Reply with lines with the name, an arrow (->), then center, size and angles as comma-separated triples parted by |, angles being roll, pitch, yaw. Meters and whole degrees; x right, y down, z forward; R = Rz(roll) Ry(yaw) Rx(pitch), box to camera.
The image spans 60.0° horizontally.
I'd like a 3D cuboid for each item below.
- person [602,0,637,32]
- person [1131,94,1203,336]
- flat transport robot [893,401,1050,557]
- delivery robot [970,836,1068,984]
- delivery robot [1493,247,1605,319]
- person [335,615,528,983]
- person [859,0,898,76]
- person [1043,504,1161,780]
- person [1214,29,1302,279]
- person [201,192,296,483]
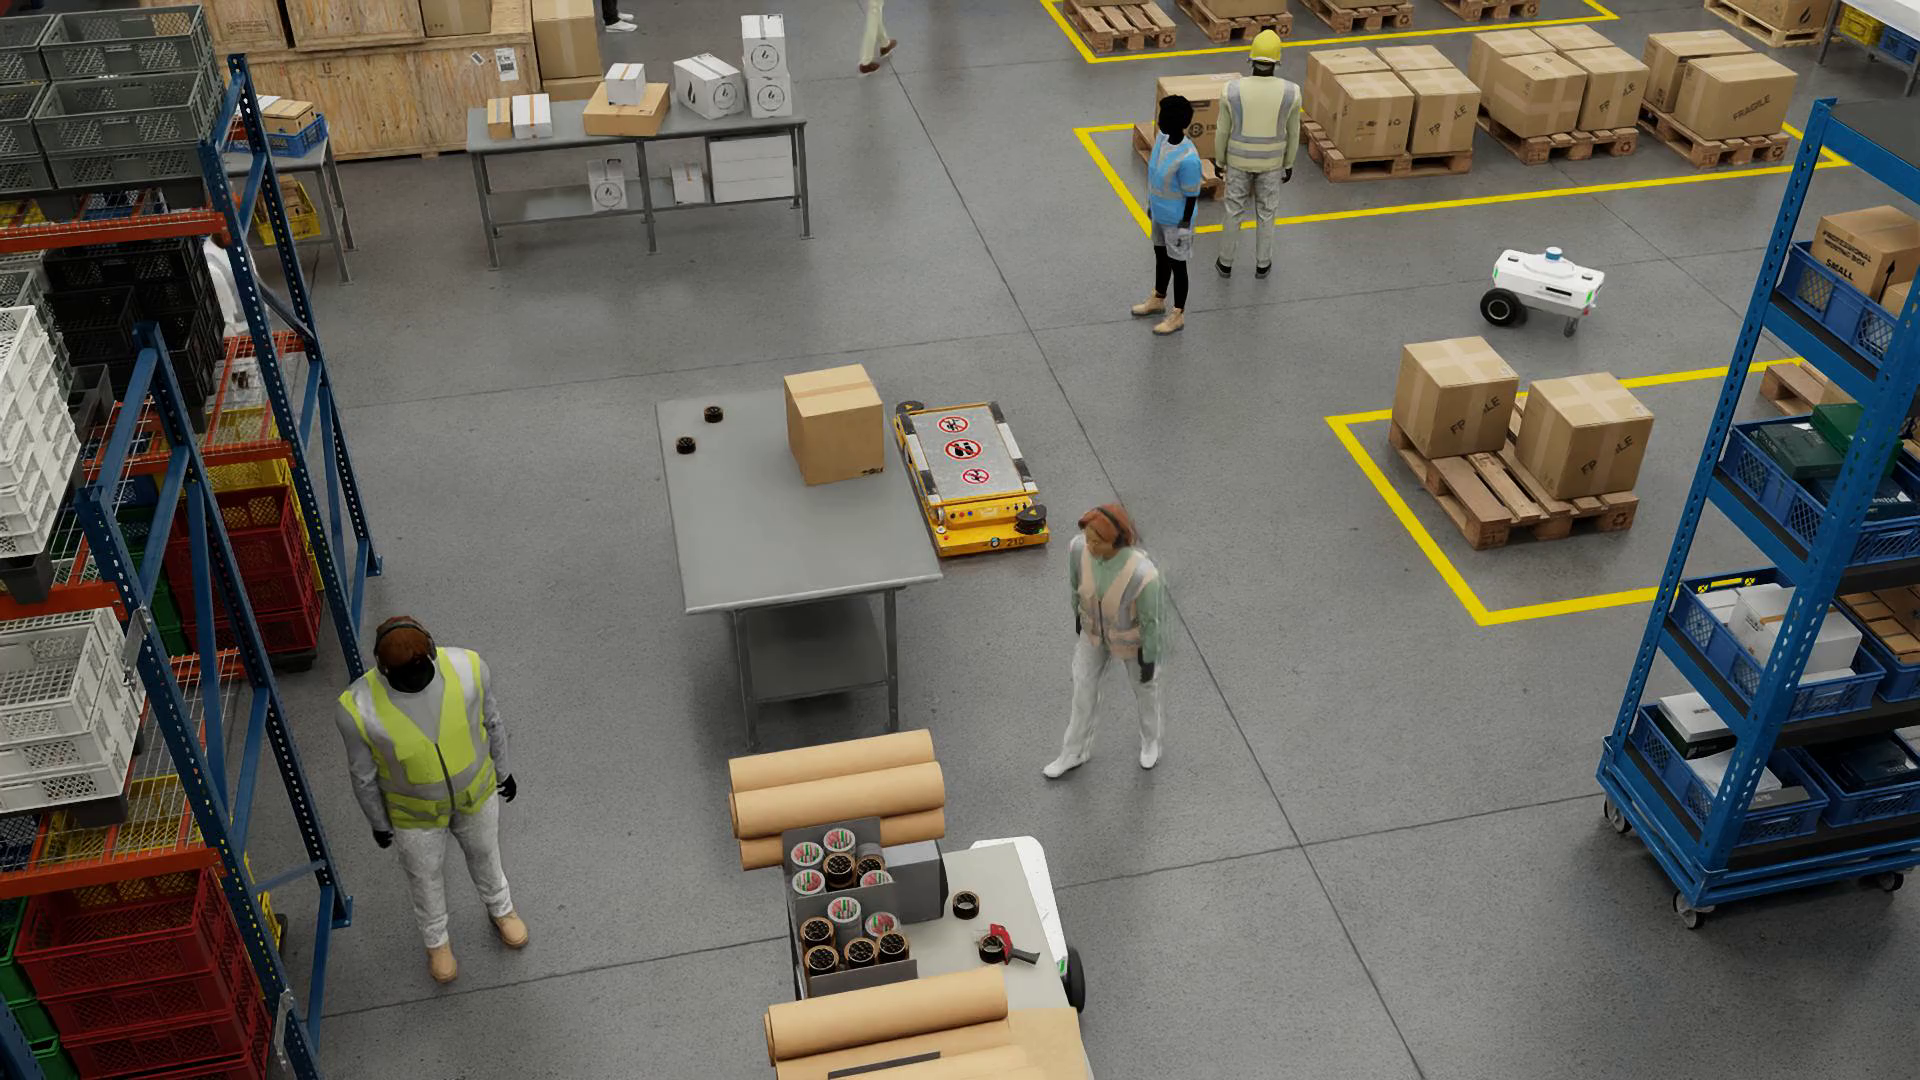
person -> -3.427, -5.914, 16.120 | 0.391, 1.910, 0.592 | -10, 38, -13
person -> 1.432, -2.217, 11.322 | 0.322, 1.698, 0.533 | -13, 39, -17
flat transport robot -> 0.046, -0.430, 10.108 | 0.652, 0.197, 1.431 | -8, 37, -10
delivery robot -> 0.235, 1.591, 7.081 | 0.477, 0.478, 0.707 | -5, 37, -6
delivery robot -> 4.118, -1.813, 11.656 | 0.707, 0.478, 0.477 | 20, 41, 25
person -> -2.123, 1.047, 6.817 | 0.629, 1.842, 0.429 | -21, 42, -26
person -> -0.737, -5.284, 15.342 | 0.523, 1.815, 0.896 | 18, 40, 23
person -> 0.728, 0.462, 7.808 | 0.521, 1.598, 0.604 | 25, 43, 29
person -> 2.111, -2.742, 11.916 | 0.590, 1.833, 0.404 | 4, 37, 5
person -> -4.204, -1.181, 9.791 | 0.388, 1.871, 0.597 | -1, 37, -2
